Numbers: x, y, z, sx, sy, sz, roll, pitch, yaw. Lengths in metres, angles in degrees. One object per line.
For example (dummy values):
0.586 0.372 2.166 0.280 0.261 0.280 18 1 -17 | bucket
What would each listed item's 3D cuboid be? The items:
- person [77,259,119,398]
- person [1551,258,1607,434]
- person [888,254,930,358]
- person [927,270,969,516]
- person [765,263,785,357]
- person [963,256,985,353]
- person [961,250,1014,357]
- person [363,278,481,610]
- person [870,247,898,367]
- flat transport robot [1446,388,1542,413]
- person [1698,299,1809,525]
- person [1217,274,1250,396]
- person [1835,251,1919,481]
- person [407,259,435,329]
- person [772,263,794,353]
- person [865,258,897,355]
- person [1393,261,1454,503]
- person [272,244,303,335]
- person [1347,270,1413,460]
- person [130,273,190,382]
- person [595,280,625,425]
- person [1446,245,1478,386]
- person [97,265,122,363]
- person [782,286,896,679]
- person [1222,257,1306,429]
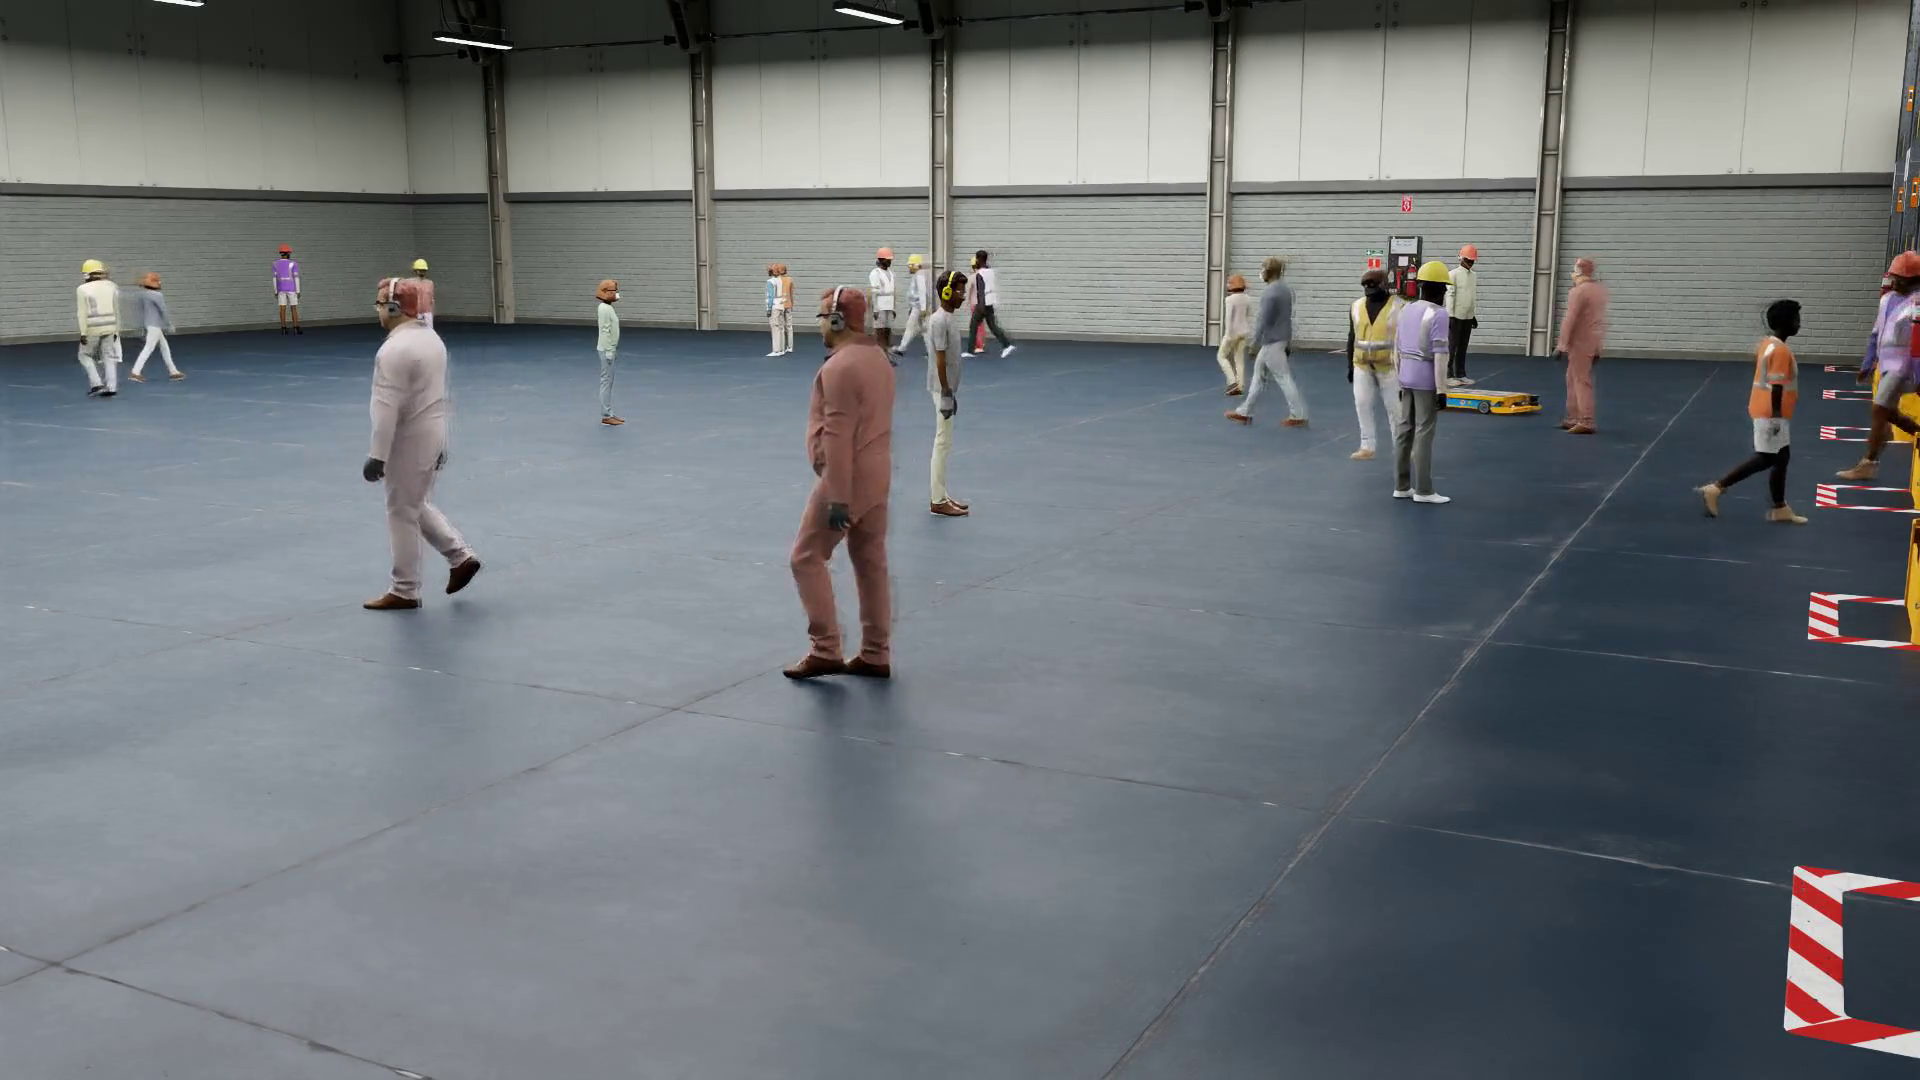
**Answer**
-11.280 -2.747 21.727 0.496 1.811 0.616 5 12 26 | person
6.669 -2.089 18.025 0.727 1.870 0.626 9 14 40 | person
-0.837 -4.037 28.809 0.893 1.787 0.626 -1 10 -3 | person
-0.087 -1.120 12.726 0.329 1.865 0.515 0 10 1 | person
-3.261 -4.049 29.302 0.315 1.641 0.515 3 11 17 | person
0.299 -4.270 30.189 0.559 1.745 0.567 -7 12 -33 | person
0.479 -4.121 29.056 0.947 1.884 0.593 5 12 26 | person
-3.132 -0.537 9.462 0.549 1.894 0.671 0 10 1 | person
-1.208 -3.753 26.880 0.361 1.935 0.553 7 12 33 | person
6.273 -1.708 20.276 0.652 0.197 1.431 -9 14 -42 | flat transport robot
5.893 -0.934 12.237 0.721 1.677 0.538 4 11 19 | person
3.642 -2.717 22.092 0.513 1.620 0.367 -8 13 -37 | person
8.157 -1.482 14.334 0.916 2.004 0.640 1 10 3 | person
-8.844 -3.719 27.195 0.662 1.747 0.531 10 14 44 | person
-3.219 -4.194 30.102 0.308 1.638 0.511 10 15 44 | person
-1.367 -4.203 29.717 0.509 1.807 0.932 -10 14 -44 | person
3.704 -1.257 13.303 0.384 1.924 0.589 -4 11 -22 | person
-14.445 -5.368 35.693 0.547 1.934 0.375 -1 10 -5 | person
4.029 -1.667 15.880 0.672 1.811 0.605 7 13 34 | person
-11.797 -3.110 24.329 0.494 1.591 0.873 10 14 44 | person
-3.950 -2.115 18.774 0.281 1.634 0.498 -1 10 -7 | person
7.167 -3.195 23.707 0.611 1.985 0.393 -8 13 -36 | person
-14.255 -3.760 27.759 0.315 1.629 0.509 5 11 24 | person
-0.607 -0.263 7.974 0.634 1.886 0.687 4 11 19 | person
3.429 -2.183 18.465 1.012 1.884 0.651 5 12 28 | person
